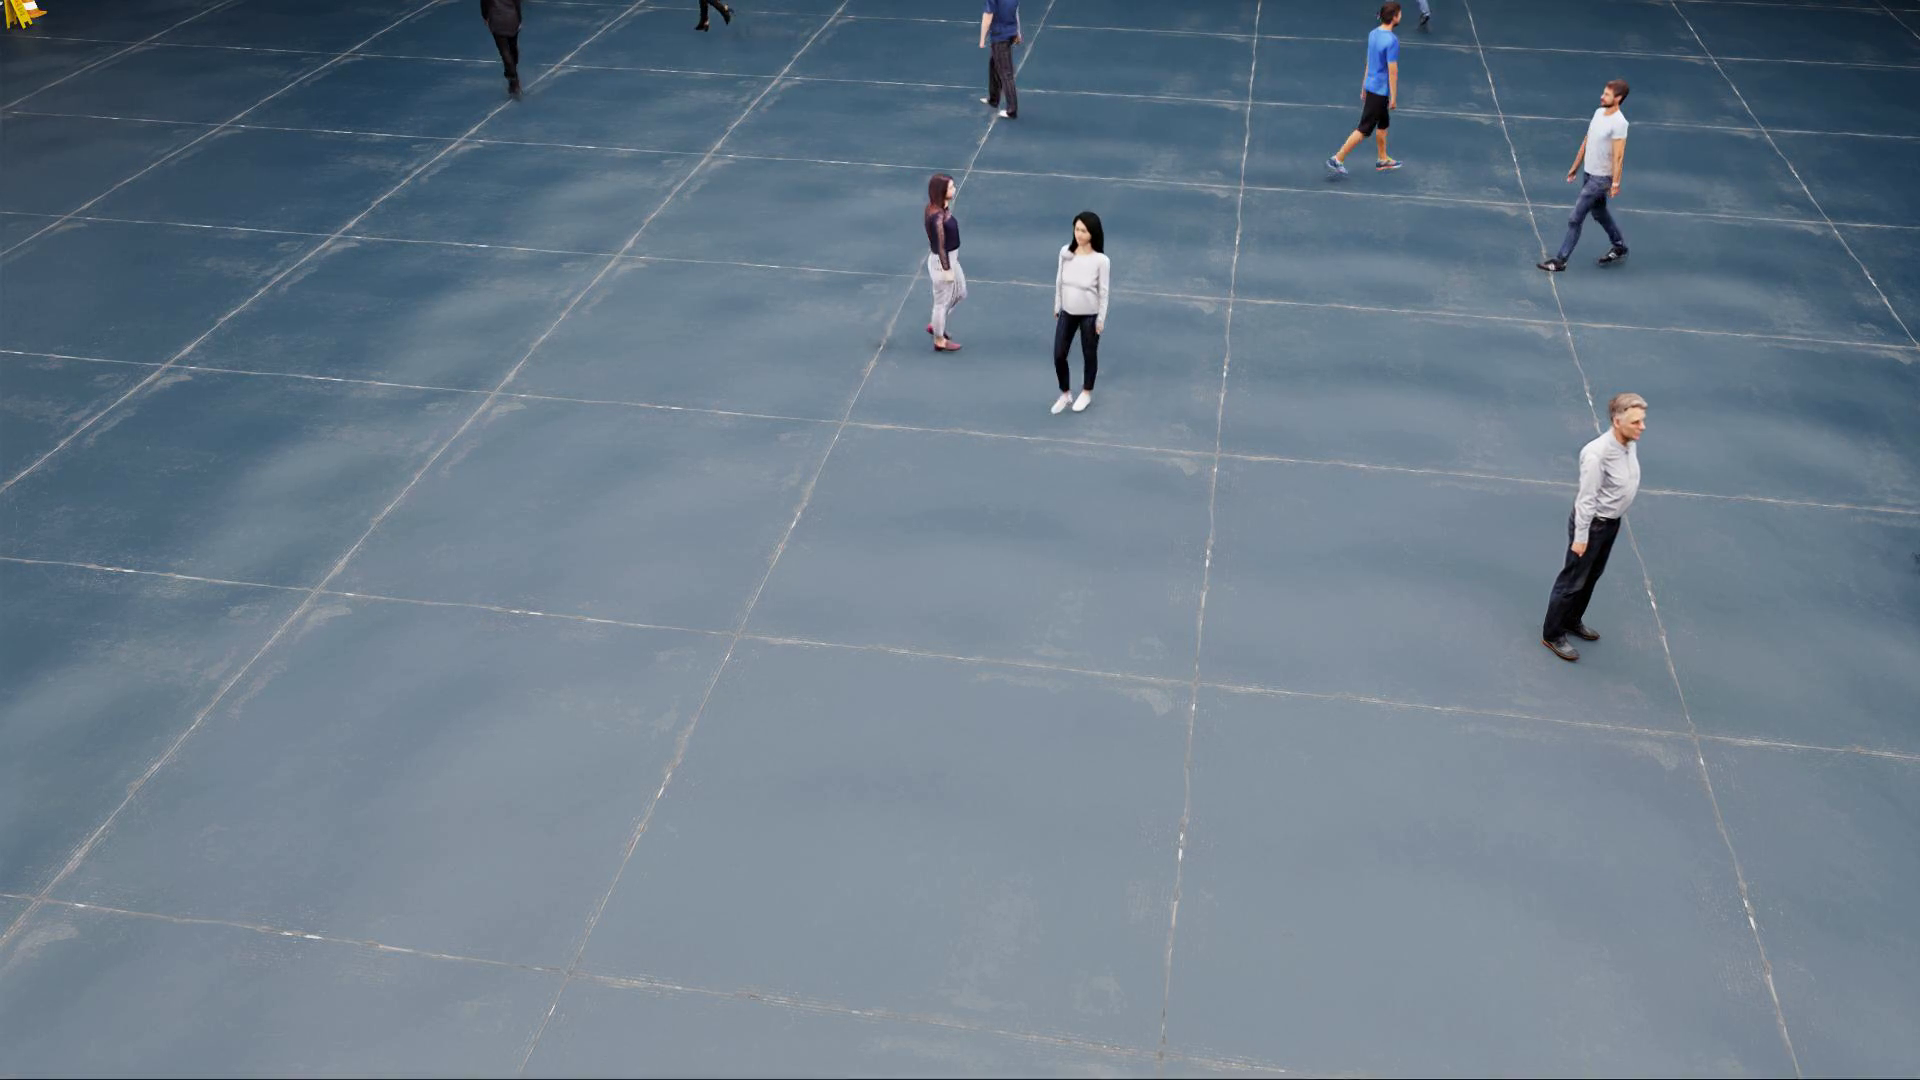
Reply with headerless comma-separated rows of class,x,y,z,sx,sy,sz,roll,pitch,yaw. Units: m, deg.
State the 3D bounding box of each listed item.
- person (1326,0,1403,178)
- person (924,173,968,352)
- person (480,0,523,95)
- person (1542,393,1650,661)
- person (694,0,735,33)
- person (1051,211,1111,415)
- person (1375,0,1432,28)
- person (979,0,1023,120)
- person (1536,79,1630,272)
person,4.380,-4.770,17.786,1.280,1.832,0.993,-9,33,-14
person,-0.195,-2.334,14.143,0.592,1.599,0.620,2,32,3
person,-5.555,-6.321,20.336,1.119,1.733,1.138,-18,36,-26
person,3.992,-0.117,10.423,0.738,1.818,0.763,-26,41,-35
person,-3.433,-7.795,22.574,0.942,1.838,0.729,10,34,16
person,1.012,-1.834,13.263,0.694,1.692,0.791,17,36,24
person,6.230,-7.999,22.919,1.140,1.816,1.202,-19,37,-28
person,0.577,-5.871,19.519,1.039,1.844,0.921,25,40,34
person,6.080,-3.405,15.620,1.247,1.834,0.817,-2,32,-3
